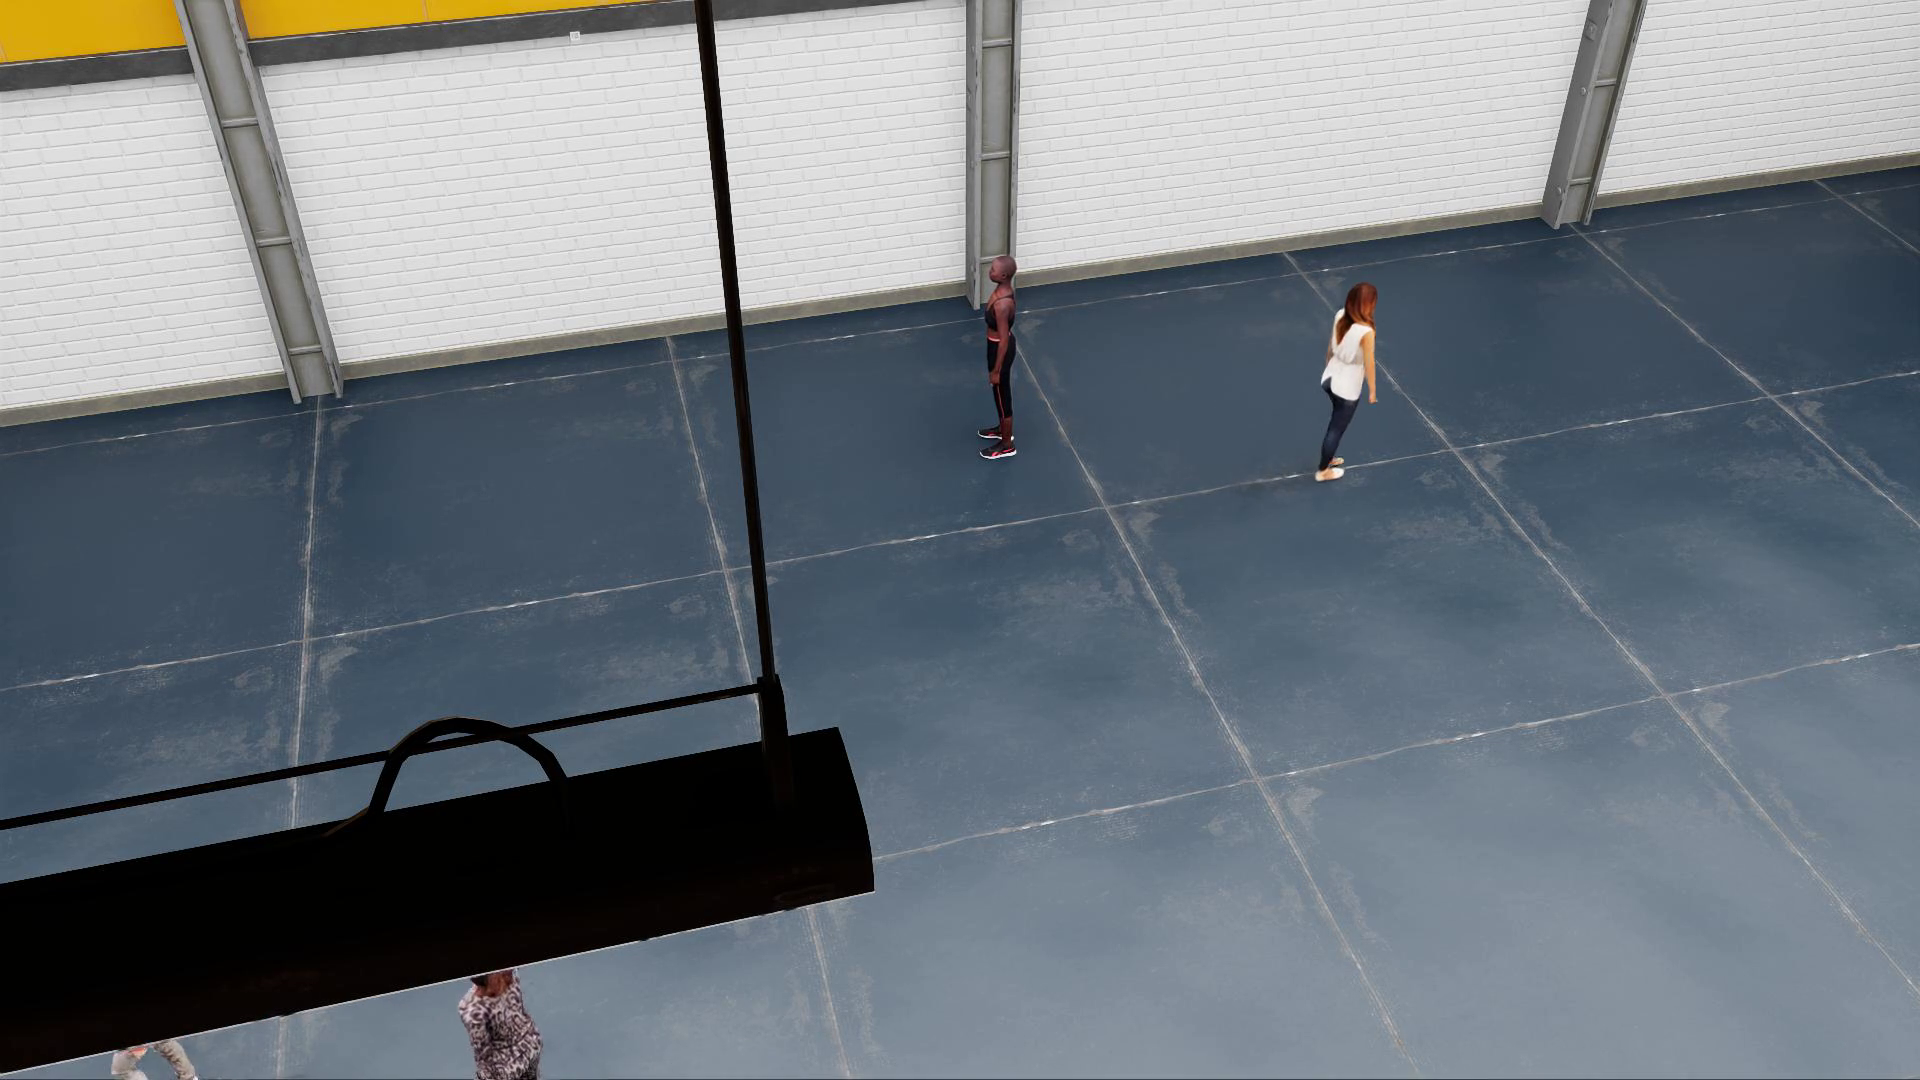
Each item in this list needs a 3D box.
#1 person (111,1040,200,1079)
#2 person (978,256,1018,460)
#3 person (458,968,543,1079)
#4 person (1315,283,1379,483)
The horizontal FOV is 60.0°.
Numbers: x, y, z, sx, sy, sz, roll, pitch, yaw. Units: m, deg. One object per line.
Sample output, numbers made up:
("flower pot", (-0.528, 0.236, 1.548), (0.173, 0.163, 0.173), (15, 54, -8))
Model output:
("person", (-4.157, 2.433, 8.518), (0.622, 1.403, 0.542), (-9, 39, -11))
("person", (0.332, -1.455, 13.101), (0.605, 1.758, 0.641), (0, 39, -1))
("person", (-2.129, 2.548, 8.133), (0.808, 1.704, 0.745), (16, 41, 20))
("person", (2.869, -1.170, 12.728), (0.644, 1.779, 0.675), (-17, 41, -20))
